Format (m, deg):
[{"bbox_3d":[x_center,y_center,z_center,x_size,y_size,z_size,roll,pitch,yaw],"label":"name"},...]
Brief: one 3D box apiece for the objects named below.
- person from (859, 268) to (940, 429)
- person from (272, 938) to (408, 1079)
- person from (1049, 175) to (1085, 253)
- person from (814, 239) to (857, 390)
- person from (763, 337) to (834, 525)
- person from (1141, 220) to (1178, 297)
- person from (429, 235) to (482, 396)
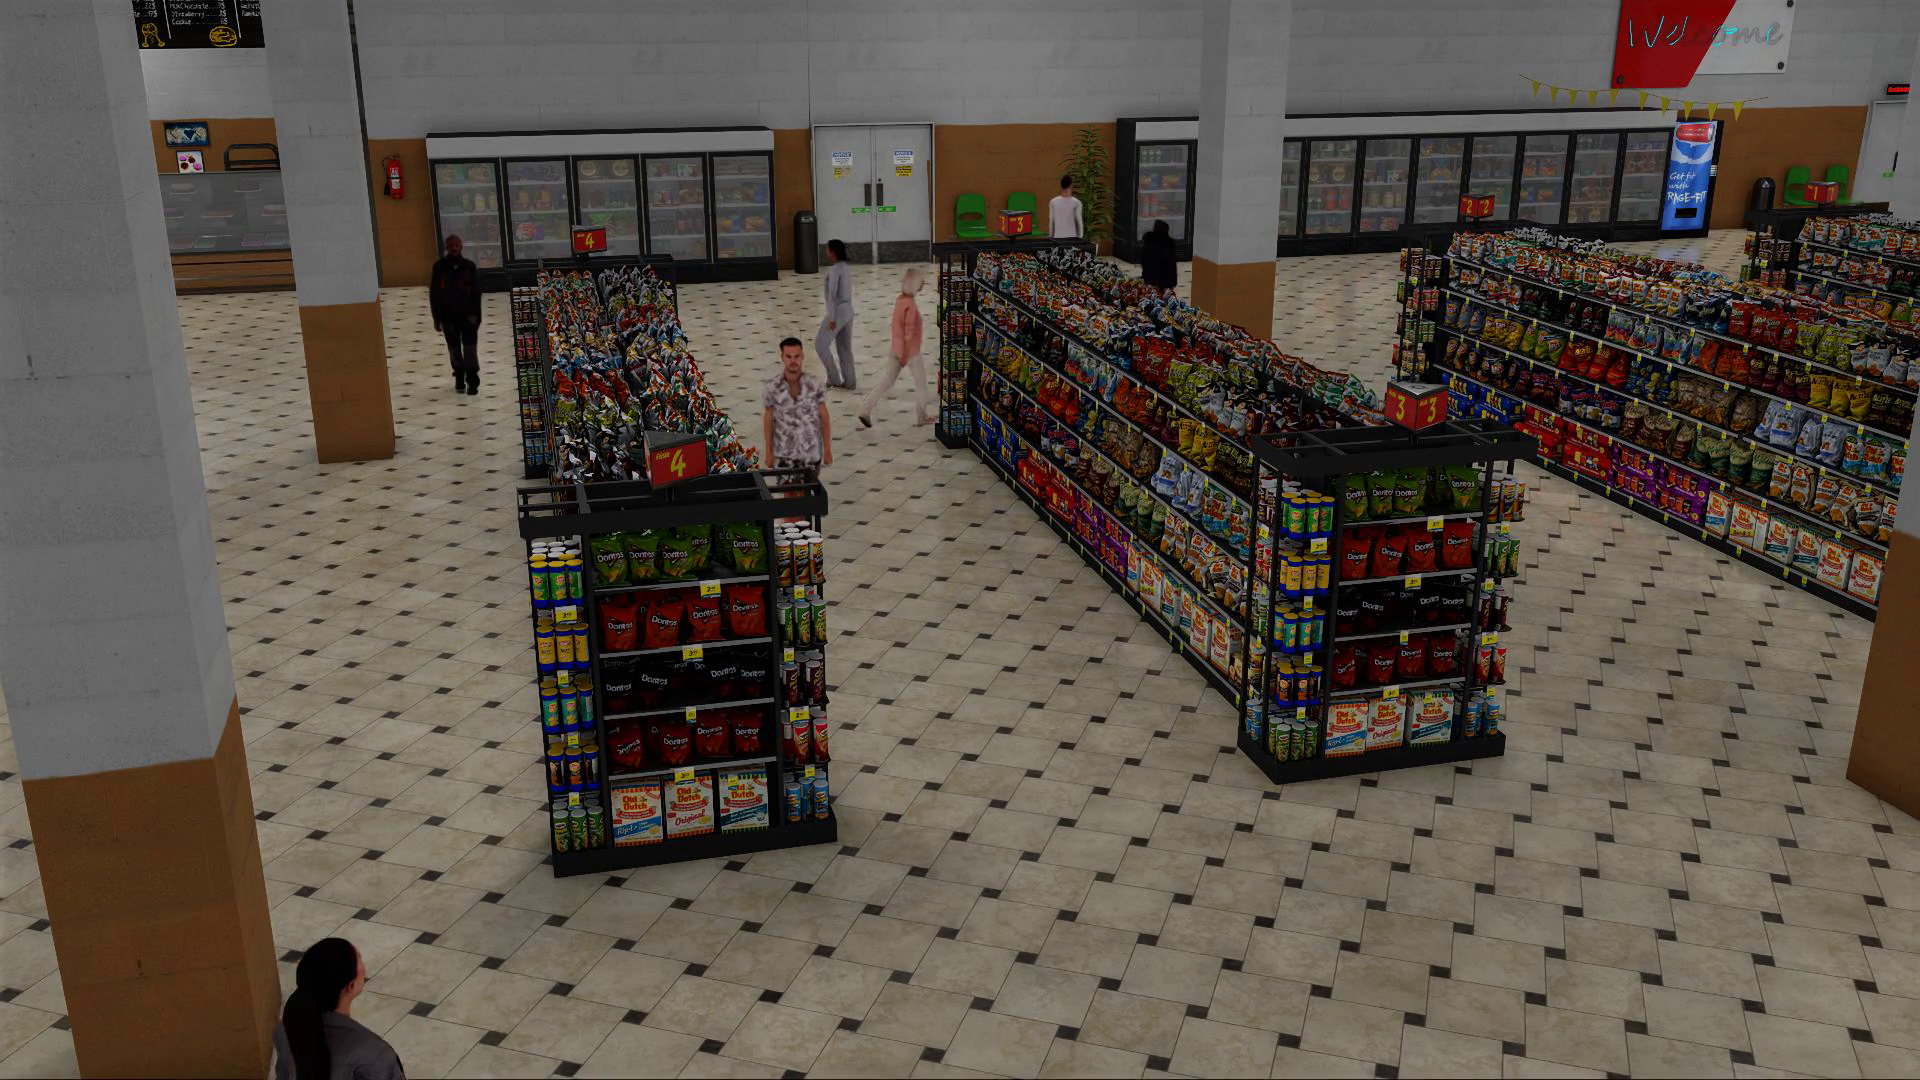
[{"bbox_3d":[-0.645,-1.935,17.183,0.850,1.679,1.141,-10,21,-28],"label":"person"},{"bbox_3d":[-1.998,2.089,5.297,0.958,1.648,1.024,10,21,28],"label":"person"},{"bbox_3d":[1.543,-4.377,24.174,0.744,1.839,0.767,8,20,21],"label":"person"},{"bbox_3d":[-1.307,-2.543,18.924,0.852,1.720,0.775,7,20,19],"label":"person"},{"bbox_3d":[-1.332,-0.756,13.549,0.694,1.768,1.095,-5,19,-13],"label":"person"},{"bbox_3d":[2.441,-3.171,20.867,0.860,1.667,0.797,-14,23,-36],"label":"person"},{"bbox_3d":[-5.689,-2.535,18.804,0.713,1.780,1.212,-5,19,-15],"label":"person"}]
